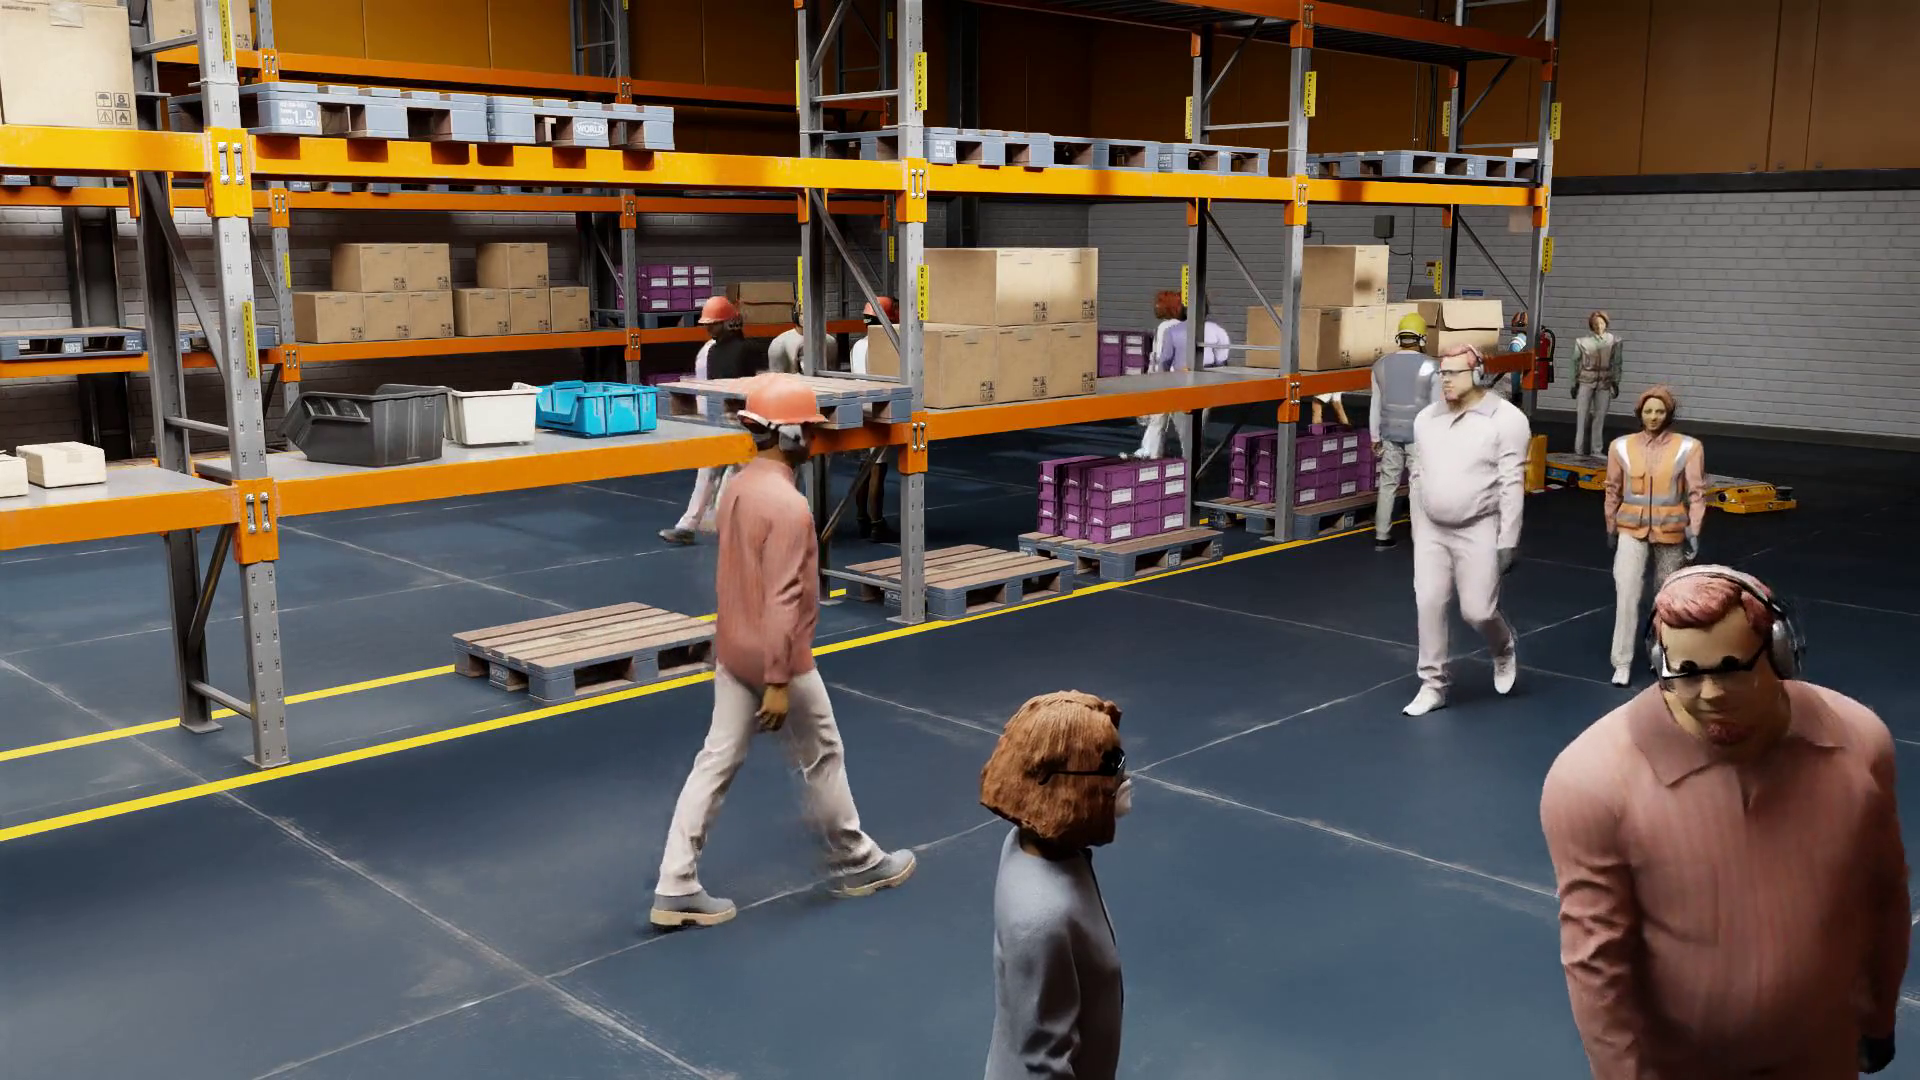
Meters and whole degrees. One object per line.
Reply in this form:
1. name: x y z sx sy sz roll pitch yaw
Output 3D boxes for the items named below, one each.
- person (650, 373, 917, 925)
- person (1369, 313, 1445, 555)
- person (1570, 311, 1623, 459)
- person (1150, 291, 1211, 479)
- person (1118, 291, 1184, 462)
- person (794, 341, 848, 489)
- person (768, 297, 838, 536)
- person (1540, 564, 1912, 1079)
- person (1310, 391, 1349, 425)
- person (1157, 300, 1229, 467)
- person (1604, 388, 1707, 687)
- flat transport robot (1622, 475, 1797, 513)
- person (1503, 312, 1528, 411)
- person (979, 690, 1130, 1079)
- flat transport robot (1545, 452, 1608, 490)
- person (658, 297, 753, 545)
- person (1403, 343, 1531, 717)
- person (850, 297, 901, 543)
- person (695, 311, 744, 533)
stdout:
1. person: -0.668 0.385 5.846 1.047 1.939 0.628 -7 12 -33
2. person: 3.395 -0.799 12.598 0.594 1.826 0.404 9 14 40
3. person: 6.739 -1.619 17.640 0.517 1.603 0.532 1 10 6
4. person: 2.180 -1.506 16.378 0.808 1.854 0.582 -8 13 -37
5. person: 2.051 -1.624 17.068 0.990 1.826 0.579 -3 11 -17
6. person: -1.159 -0.723 12.768 0.505 1.603 0.749 3 11 18
7. person: -1.219 -0.973 13.227 0.636 1.938 0.358 -9 13 -39
8. person: 1.402 0.950 3.016 0.707 1.847 0.848 1 10 8
9. person: 3.856 -1.791 17.805 0.910 1.889 0.551 -1 10 -6
10. person: 2.180 -1.370 15.602 0.644 1.898 0.996 4 11 22
11. person: 3.778 -0.038 9.071 0.526 1.595 0.877 6 12 28
12. flat transport robot: 6.677 -0.454 14.950 0.652 0.197 1.431 -5 12 -26
13. person: 5.659 -1.490 16.862 0.307 1.640 0.520 5 12 26
14. person: 0.174 1.061 2.968 0.284 1.633 0.497 0 10 2
15. flat transport robot: 6.014 -0.686 16.214 0.652 0.197 1.431 -4 11 -20
16. person: -1.827 -0.914 12.923 1.022 1.937 0.608 -9 14 -39
17. person: 2.551 -0.056 8.376 0.645 1.881 0.647 -10 15 -44
18. person: -0.645 -0.940 13.075 0.373 1.929 0.542 -5 12 -27
19. person: -1.934 -0.958 13.511 0.467 1.816 0.635 3 11 18
